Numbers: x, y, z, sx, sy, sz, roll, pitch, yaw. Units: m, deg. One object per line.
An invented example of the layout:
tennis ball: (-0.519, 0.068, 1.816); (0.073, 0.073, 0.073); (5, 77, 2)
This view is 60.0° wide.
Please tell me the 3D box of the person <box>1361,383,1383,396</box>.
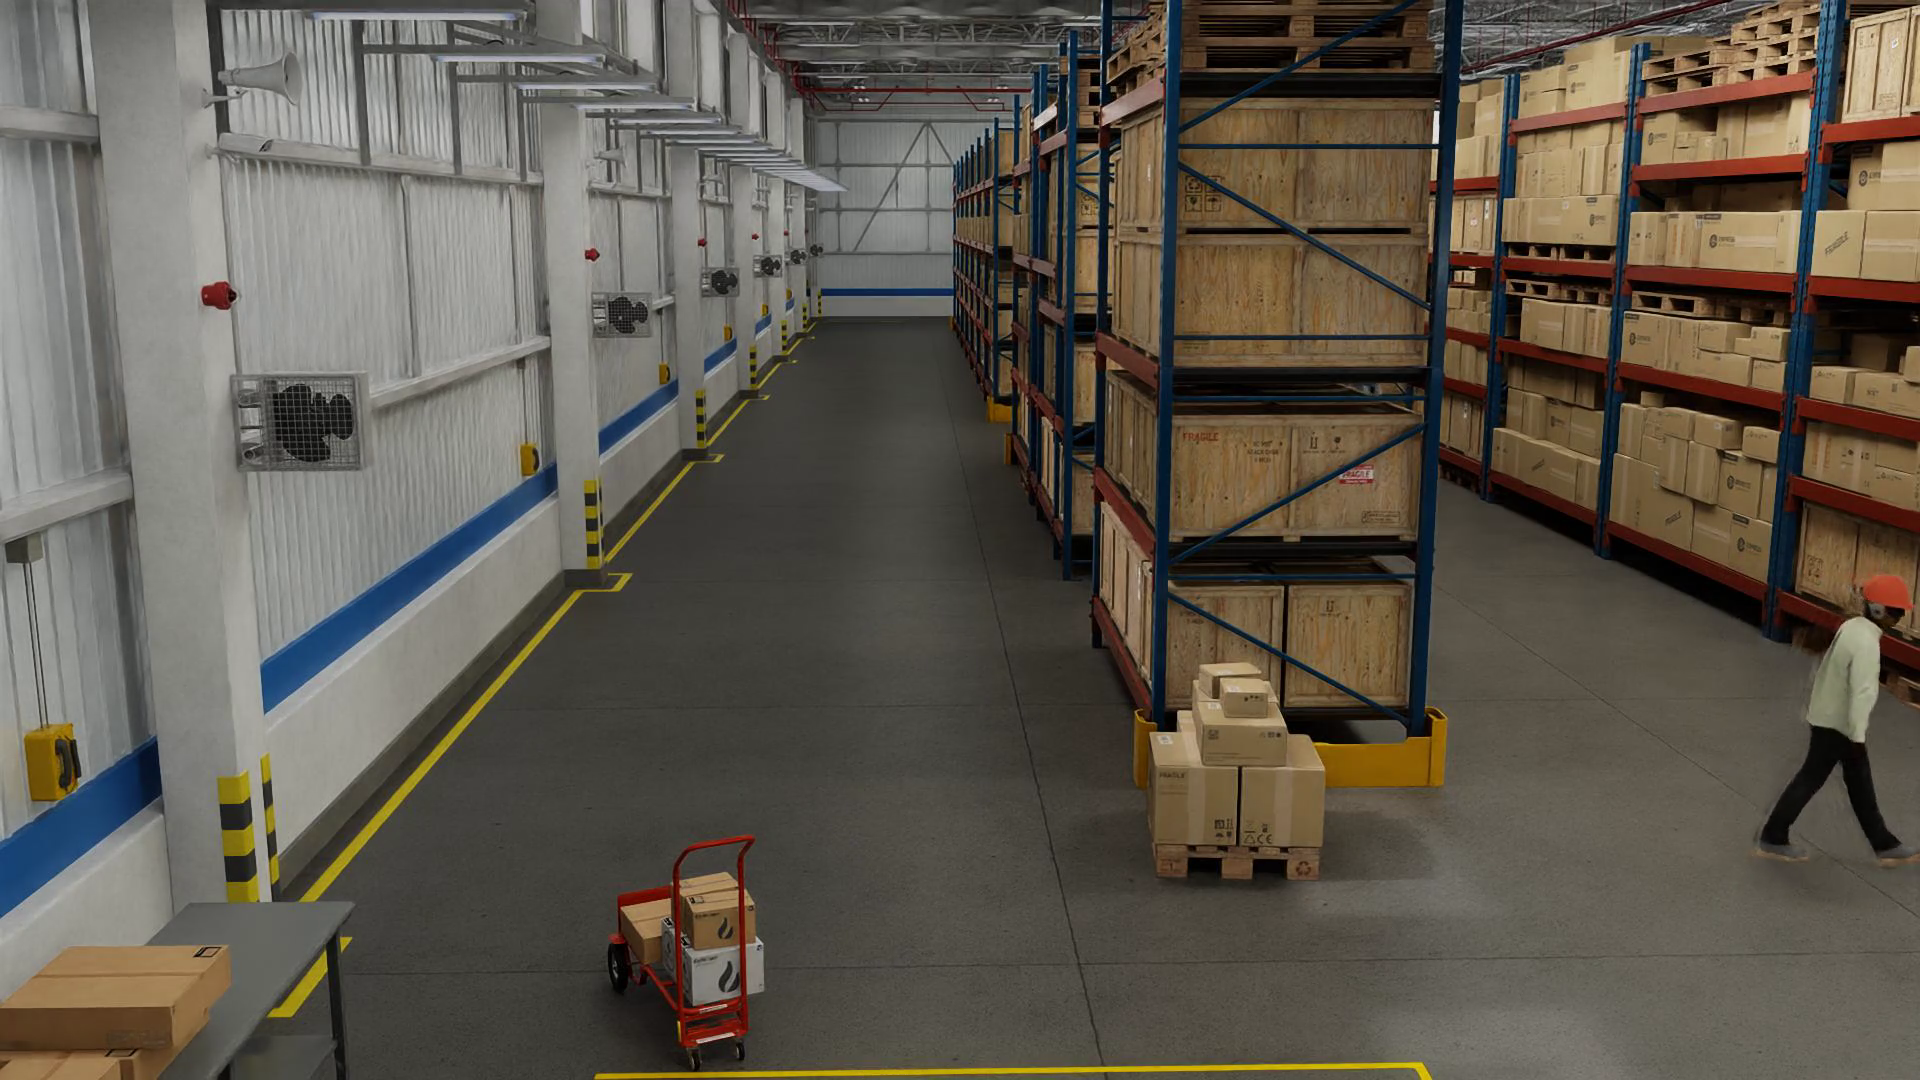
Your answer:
person: (8.081, -3.040, 32.413); (0.554, 1.826, 0.662); (5, 12, 25)

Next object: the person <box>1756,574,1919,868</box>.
person: (5.585, 1.142, 10.423); (0.995, 1.916, 0.652); (5, 12, 25)
